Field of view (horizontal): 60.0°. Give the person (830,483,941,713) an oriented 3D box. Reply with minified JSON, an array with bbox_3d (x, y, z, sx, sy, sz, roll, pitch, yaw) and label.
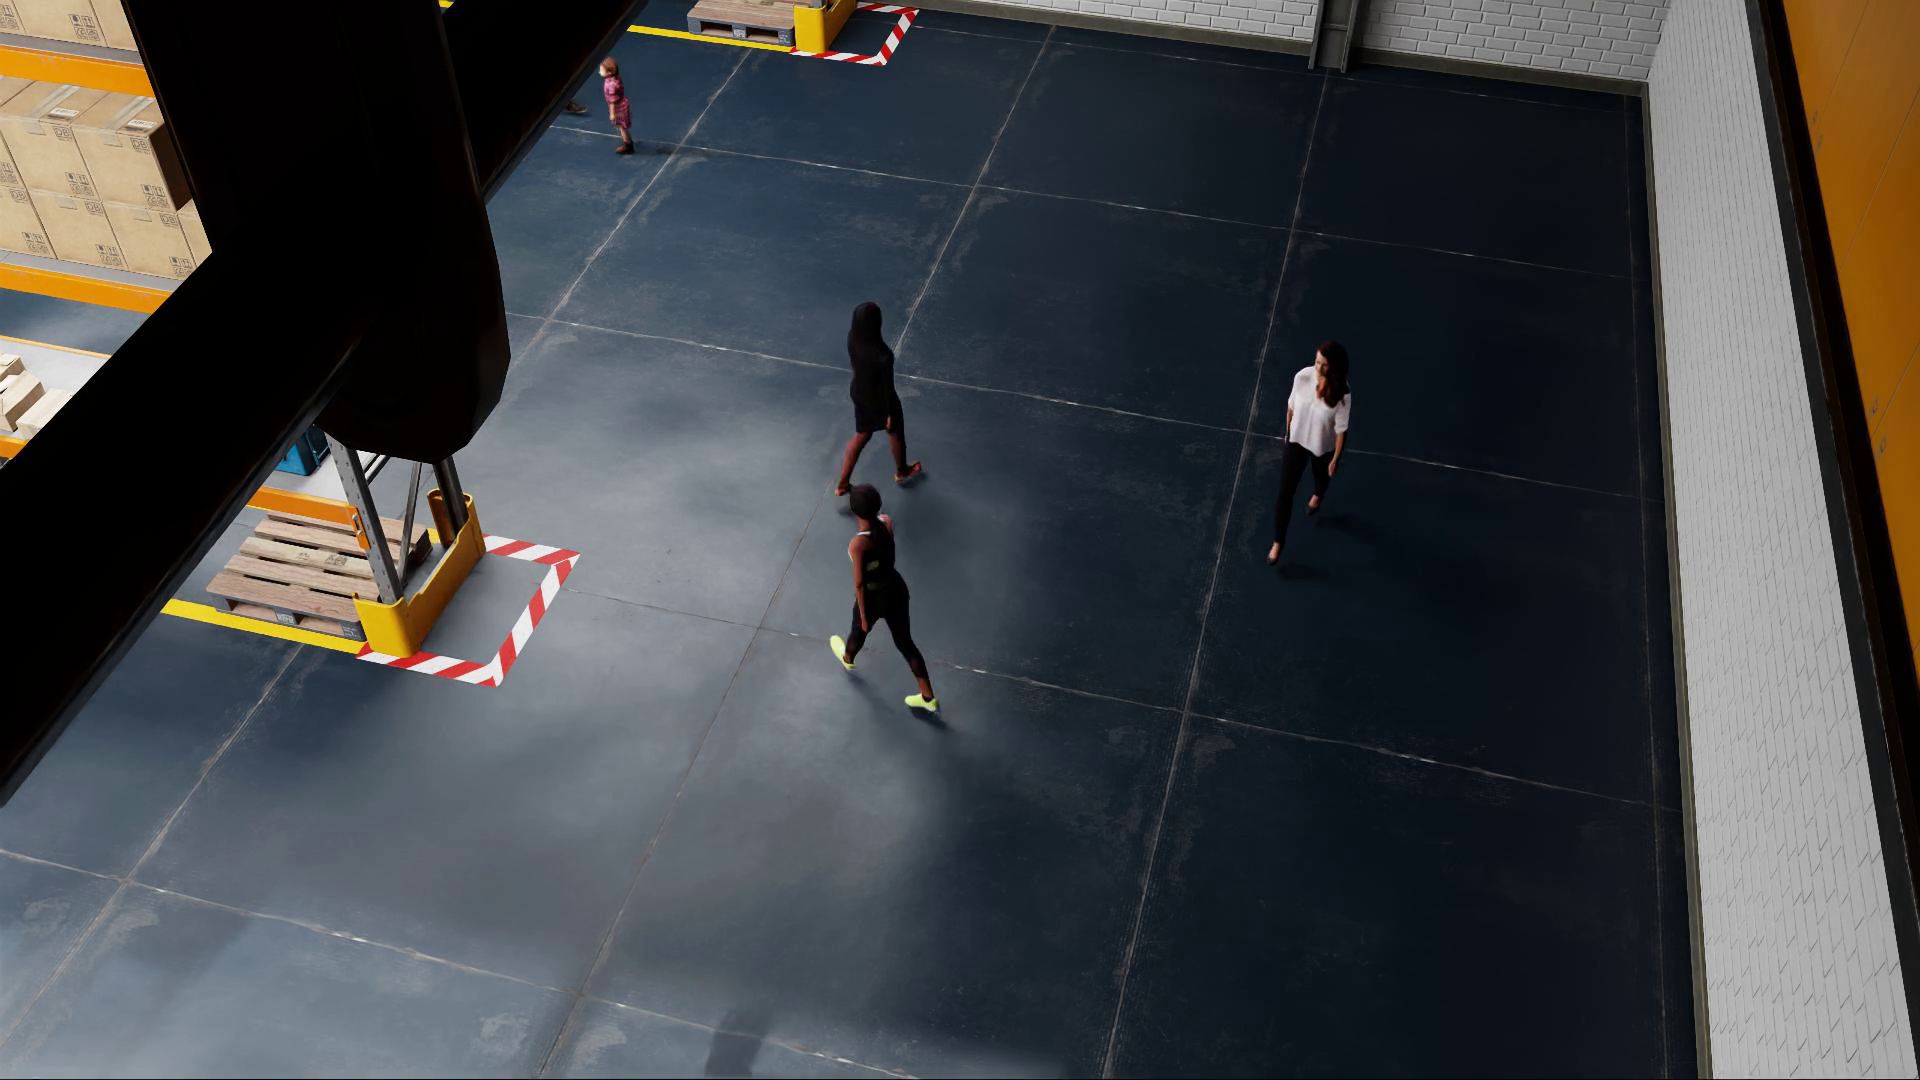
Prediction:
[{"bbox_3d":[-0.425,0.436,10.582,1.242,1.704,0.966,28,50,26],"label":"person"}]

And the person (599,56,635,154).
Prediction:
[{"bbox_3d":[-3.226,-4.152,15.899,0.519,1.013,0.495,-1,44,-2],"label":"person"}]

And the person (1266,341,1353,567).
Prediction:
[{"bbox_3d":[2.529,-0.704,11.746,1.120,1.748,0.873,22,48,22],"label":"person"}]

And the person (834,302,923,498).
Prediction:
[{"bbox_3d":[-0.682,-0.981,12.071,1.008,1.701,1.050,-34,53,-30],"label":"person"}]
